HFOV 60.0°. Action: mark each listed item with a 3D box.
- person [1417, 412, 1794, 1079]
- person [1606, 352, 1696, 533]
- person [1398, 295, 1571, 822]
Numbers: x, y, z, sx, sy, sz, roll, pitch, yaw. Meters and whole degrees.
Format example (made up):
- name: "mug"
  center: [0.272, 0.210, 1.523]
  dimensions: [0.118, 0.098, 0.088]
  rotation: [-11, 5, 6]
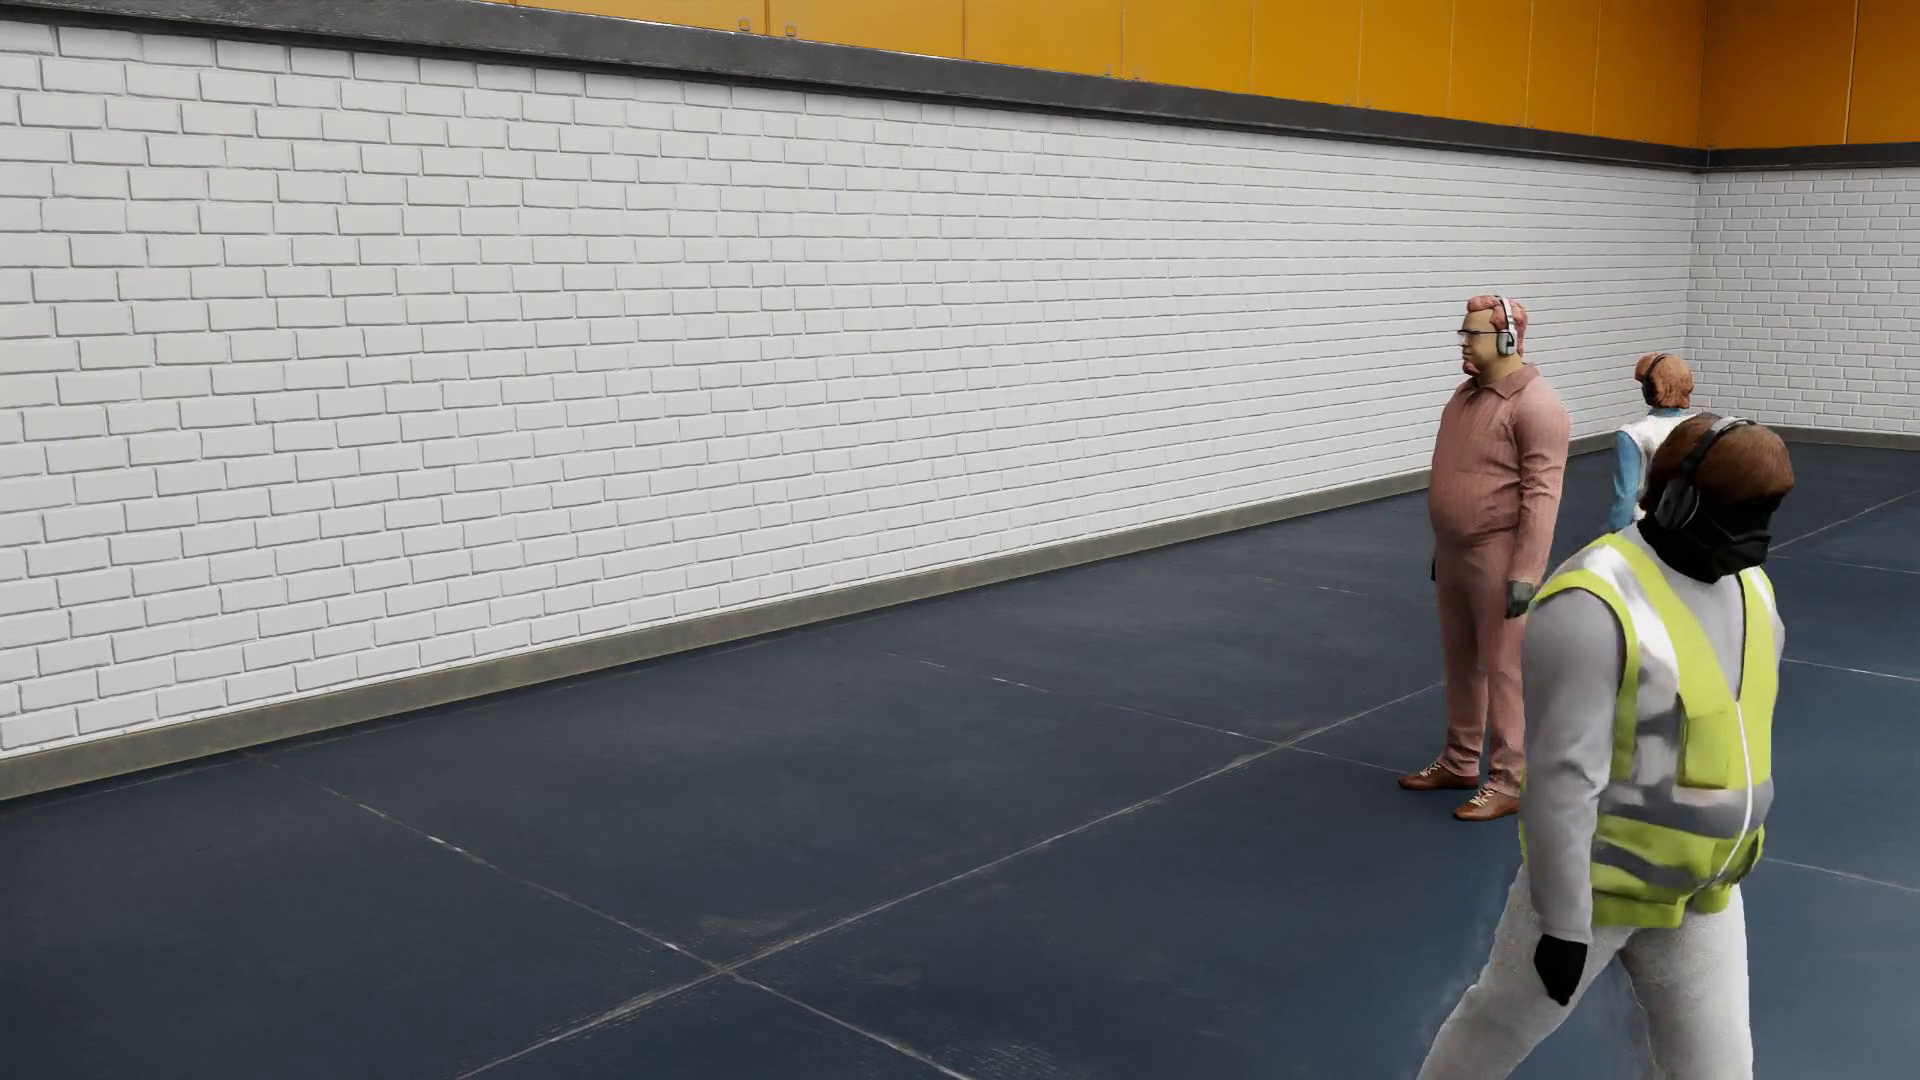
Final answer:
- name: "person"
  center: [1.271, 0.633, 3.239]
  dimensions: [0.668, 1.787, 0.990]
  rotation: [-6, 12, -30]
- name: "person"
  center: [2.942, 0.033, 7.032]
  dimensions: [0.513, 1.642, 0.311]
  rotation: [-4, 11, -20]
- name: "person"
  center: [1.912, 0.063, 6.105]
  dimensions: [0.407, 1.908, 0.642]
  rotation: [-3, 10, -15]
